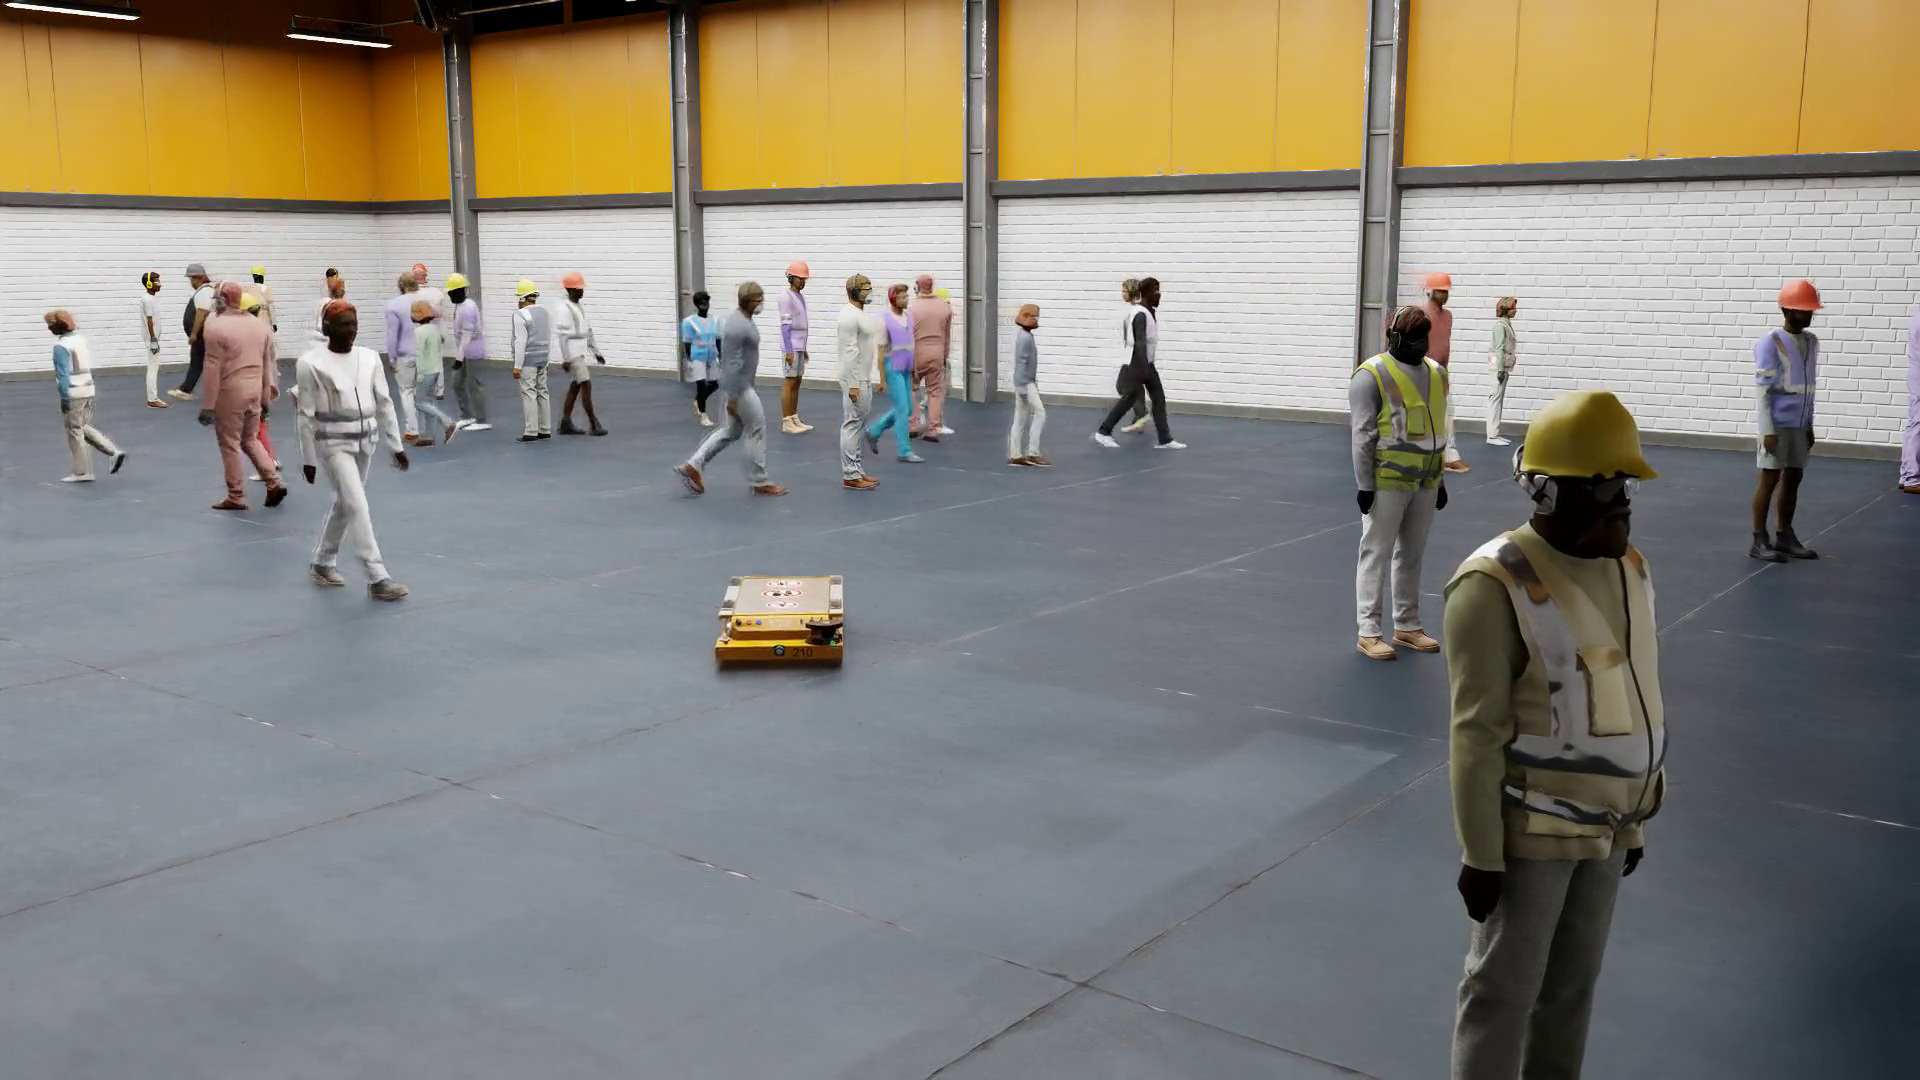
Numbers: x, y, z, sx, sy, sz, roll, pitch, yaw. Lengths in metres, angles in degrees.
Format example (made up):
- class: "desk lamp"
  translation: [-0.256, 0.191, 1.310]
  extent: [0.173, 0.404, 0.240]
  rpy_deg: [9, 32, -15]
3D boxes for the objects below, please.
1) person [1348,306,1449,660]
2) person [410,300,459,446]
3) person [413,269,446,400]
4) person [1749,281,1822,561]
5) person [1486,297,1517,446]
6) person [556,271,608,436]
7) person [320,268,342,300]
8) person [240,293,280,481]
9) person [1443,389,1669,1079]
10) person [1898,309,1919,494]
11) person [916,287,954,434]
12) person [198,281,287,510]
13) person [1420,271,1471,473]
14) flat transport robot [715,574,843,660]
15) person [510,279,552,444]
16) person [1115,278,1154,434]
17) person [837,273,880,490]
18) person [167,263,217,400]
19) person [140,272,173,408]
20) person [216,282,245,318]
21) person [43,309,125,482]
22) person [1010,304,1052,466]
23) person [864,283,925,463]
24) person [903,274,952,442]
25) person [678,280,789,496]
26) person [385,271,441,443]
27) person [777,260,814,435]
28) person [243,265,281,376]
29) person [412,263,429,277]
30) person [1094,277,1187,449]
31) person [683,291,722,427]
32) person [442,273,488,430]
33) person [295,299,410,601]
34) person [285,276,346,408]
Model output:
- class: "person"
  translation: [2.330, -0.303, 8.751]
  extent: [0.625, 1.844, 0.429]
  rpy_deg: [-6, 11, -30]
- class: "person"
  translation: [-5.780, -1.808, 18.158]
  extent: [0.521, 1.619, 0.513]
  rpy_deg: [1, 10, 4]
- class: "person"
  translation: [-7.760, -2.962, 24.061]
  extent: [0.636, 1.902, 0.406]
  rpy_deg: [-8, 13, -41]
- class: "person"
  translation: [5.709, -0.808, 11.451]
  extent: [0.581, 1.924, 0.401]
  rpy_deg: [-5, 11, -26]
- class: "person"
  translation: [6.011, -1.872, 18.462]
  extent: [0.314, 1.642, 0.515]
  rpy_deg: [4, 11, 24]
- class: "person"
  translation: [-4.424, -2.162, 19.368]
  extent: [0.641, 1.902, 0.600]
  rpy_deg: [1, 10, 5]
- class: "person"
  translation: [-11.108, -3.891, 29.571]
  extent: [0.509, 1.867, 0.328]
  rpy_deg: [4, 11, 22]
- class: "person"
  translation: [-6.567, -1.410, 15.432]
  extent: [0.427, 1.749, 0.559]
  rpy_deg: [2, 10, 10]
- class: "person"
  translation: [1.279, 0.593, 3.556]
  extent: [0.600, 1.831, 0.404]
  rpy_deg: [-7, 12, -37]
- class: "person"
  translation: [8.568, -1.354, 14.681]
  extent: [0.407, 1.904, 0.655]
  rpy_deg: [4, 11, 24]
- class: "person"
  translation: [-0.305, -2.118, 19.638]
  extent: [0.483, 1.723, 0.490]
  rpy_deg: [4, 11, 22]
- class: "person"
  translation: [-5.968, -1.174, 13.710]
  extent: [0.453, 1.916, 0.677]
  rpy_deg: [3, 10, 18]
- class: "person"
  translation: [4.575, -1.657, 16.335]
  extent: [0.637, 1.951, 1.009]
  rpy_deg: [-6, 12, -33]
- class: "flat transport robot"
  translation: [-0.974, 0.405, 9.193]
  extent: [0.652, 0.197, 1.431]
  rpy_deg: [-1, 10, -4]
- class: "person"
  translation: [-4.807, -1.991, 18.602]
  extent: [0.404, 1.830, 0.602]
  rpy_deg: [4, 10, 22]
- class: "person"
  translation: [2.050, -2.148, 19.527]
  extent: [0.404, 1.829, 0.532]
  rpy_deg: [5, 11, 25]
- class: "person"
  translation: [-0.919, -1.420, 14.967]
  extent: [0.364, 1.939, 0.636]
  rpy_deg: [1, 10, 5]
- class: "person"
  translation: [-10.931, -3.032, 24.054]
  extent: [1.012, 2.000, 0.689]
  rpy_deg: [-6, 11, -31]
- class: "person"
  translation: [-11.114, -2.755, 22.941]
  extent: [0.334, 1.873, 0.517]
  rpy_deg: [-5, 11, -25]
- class: "person"
  translation: [-9.139, -2.372, 21.032]
  extent: [0.526, 1.761, 0.337]
  rpy_deg: [3, 10, 19]
- class: "person"
  translation: [-8.093, -1.327, 15.338]
  extent: [0.467, 1.615, 0.564]
  rpy_deg: [-1, 10, -4]
- class: "person"
  translation: [0.747, -1.527, 16.497]
  extent: [0.556, 1.613, 0.523]
  rpy_deg: [1, 10, 4]
- class: "person"
  translation: [-0.673, -1.702, 16.928]
  extent: [0.697, 1.830, 0.577]
  rpy_deg: [5, 11, 26]
- class: "person"
  translation: [-0.419, -2.060, 18.837]
  extent: [0.650, 1.888, 0.642]
  rpy_deg: [-4, 11, -23]
- class: "person"
  translation: [-1.992, -1.299, 14.403]
  extent: [0.910, 1.892, 0.683]
  rpy_deg: [0, 10, -3]
- class: "person"
  translation: [-6.123, -2.048, 18.694]
  extent: [0.647, 1.918, 0.422]
  rpy_deg: [-9, 14, -44]
- class: "person"
  translation: [-1.921, -2.265, 19.608]
  extent: [0.392, 2.035, 0.605]
  rpy_deg: [2, 10, 14]
- class: "person"
  translation: [-12.098, -3.786, 28.773]
  extent: [0.584, 1.929, 0.371]
  rpy_deg: [1, 10, 9]
- class: "person"
  translation: [-10.087, -4.207, 31.183]
  extent: [0.350, 1.942, 0.545]
  rpy_deg: [-5, 11, -28]
- class: "person"
  translation: [1.939, -1.916, 18.070]
  extent: [0.991, 1.874, 0.606]
  rpy_deg: [3, 10, 18]
- class: "person"
  translation: [-3.210, -2.231, 20.473]
  extent: [0.539, 1.674, 0.549]
  rpy_deg: [-8, 13, -40]
- class: "person"
  translation: [-5.900, -2.223, 19.811]
  extent: [0.562, 1.888, 0.624]
  rpy_deg: [-6, 11, -30]
- class: "person"
  translation: [-3.794, -0.569, 10.327]
  extent: [0.990, 1.836, 0.595]
  rpy_deg: [6, 11, 31]
- class: "person"
  translation: [-8.483, -2.577, 22.024]
  extent: [0.824, 1.836, 0.557]
  rpy_deg: [0, 10, -2]
